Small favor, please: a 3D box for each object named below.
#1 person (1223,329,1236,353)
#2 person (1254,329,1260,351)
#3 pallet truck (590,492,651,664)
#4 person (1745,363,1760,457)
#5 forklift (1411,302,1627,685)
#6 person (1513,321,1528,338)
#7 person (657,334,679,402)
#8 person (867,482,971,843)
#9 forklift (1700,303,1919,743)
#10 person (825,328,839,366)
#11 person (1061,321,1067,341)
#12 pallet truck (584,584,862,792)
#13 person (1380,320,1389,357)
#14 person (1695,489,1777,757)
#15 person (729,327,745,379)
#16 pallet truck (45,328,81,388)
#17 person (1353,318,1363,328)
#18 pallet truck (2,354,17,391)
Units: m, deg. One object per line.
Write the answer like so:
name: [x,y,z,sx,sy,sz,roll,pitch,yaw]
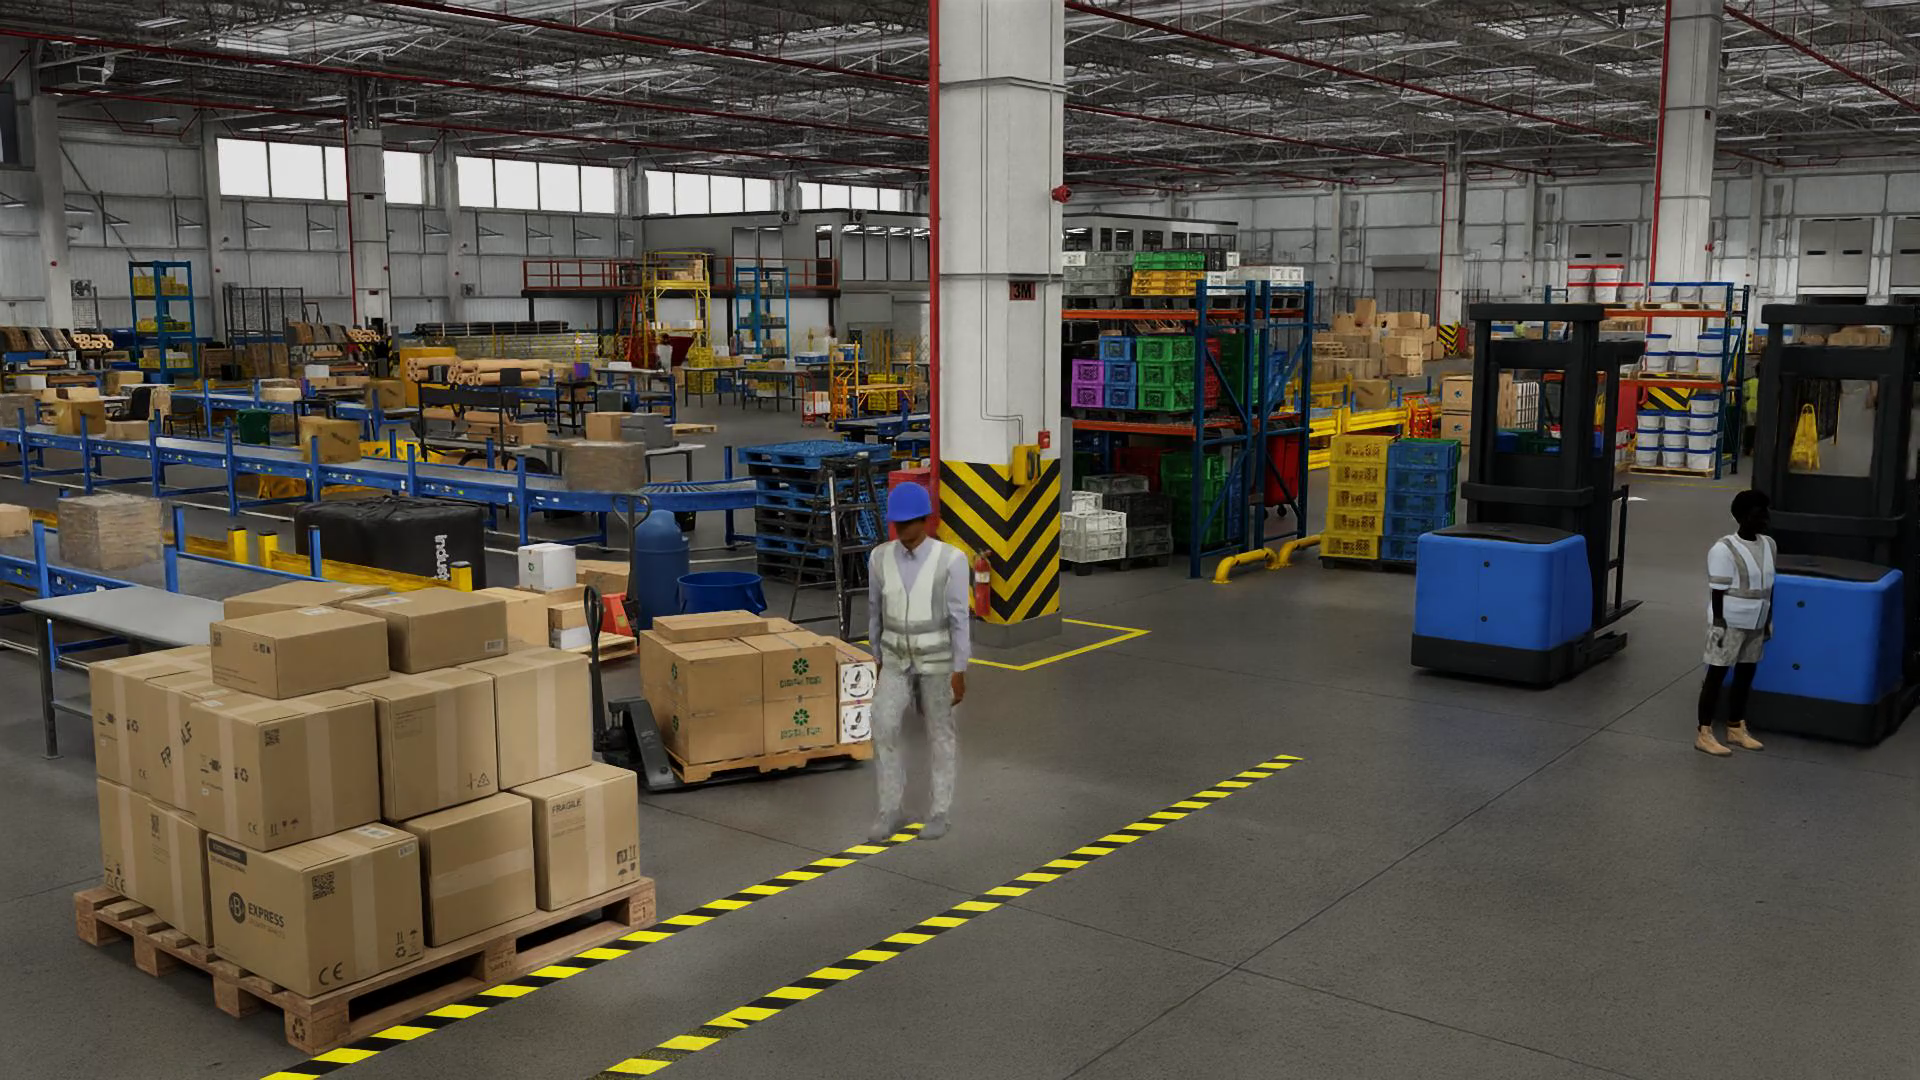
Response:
person: [8.139,-5.434,49.850,0.559,1.906,0.935,-2,9,-14]
person: [12.225,-8.282,68.912,0.627,1.934,0.372,-3,9,-17]
pallet truck: [-3.115,0.344,12.883,0.653,1.274,1.630,7,11,37]
person: [14.085,-2.288,29.316,0.366,1.693,0.554,-5,10,-31]
forklift: [4.379,-0.438,12.852,1.129,2.768,1.873,7,11,37]
person: [25.324,-9.154,75.223,0.651,1.802,0.715,5,10,30]
person: [-7.835,-4.576,44.309,0.506,1.817,0.997,-6,10,-35]
person: [-0.230,0.656,8.695,0.628,1.925,0.629,3,9,21]
forklift: [5.878,-0.205,11.283,1.129,2.768,1.873,6,11,37]
person: [-4.022,-5.719,52.004,0.999,1.837,0.583,7,11,41]
person: [3.624,-7.071,60.758,0.587,1.928,0.381,-2,9,-14]
pallet truck: [-1.426,0.805,10.019,1.601,1.201,0.680,-4,9,-26]
person: [16.154,-7.446,63.488,0.514,1.872,0.328,-8,11,-42]
person: [4.886,0.516,10.428,0.532,1.689,0.321,-4,9,-26]
person: [-7.515,-6.299,56.099,0.526,1.768,0.331,1,8,6]
pallet truck: [-23.775,-4.544,43.495,1.885,1.965,0.823,6,10,35]
person: [14.425,-6.970,59.848,0.985,2.005,0.609,5,10,28]
pallet truck: [-24.881,-4.417,42.634,1.885,1.965,0.823,8,11,41]
